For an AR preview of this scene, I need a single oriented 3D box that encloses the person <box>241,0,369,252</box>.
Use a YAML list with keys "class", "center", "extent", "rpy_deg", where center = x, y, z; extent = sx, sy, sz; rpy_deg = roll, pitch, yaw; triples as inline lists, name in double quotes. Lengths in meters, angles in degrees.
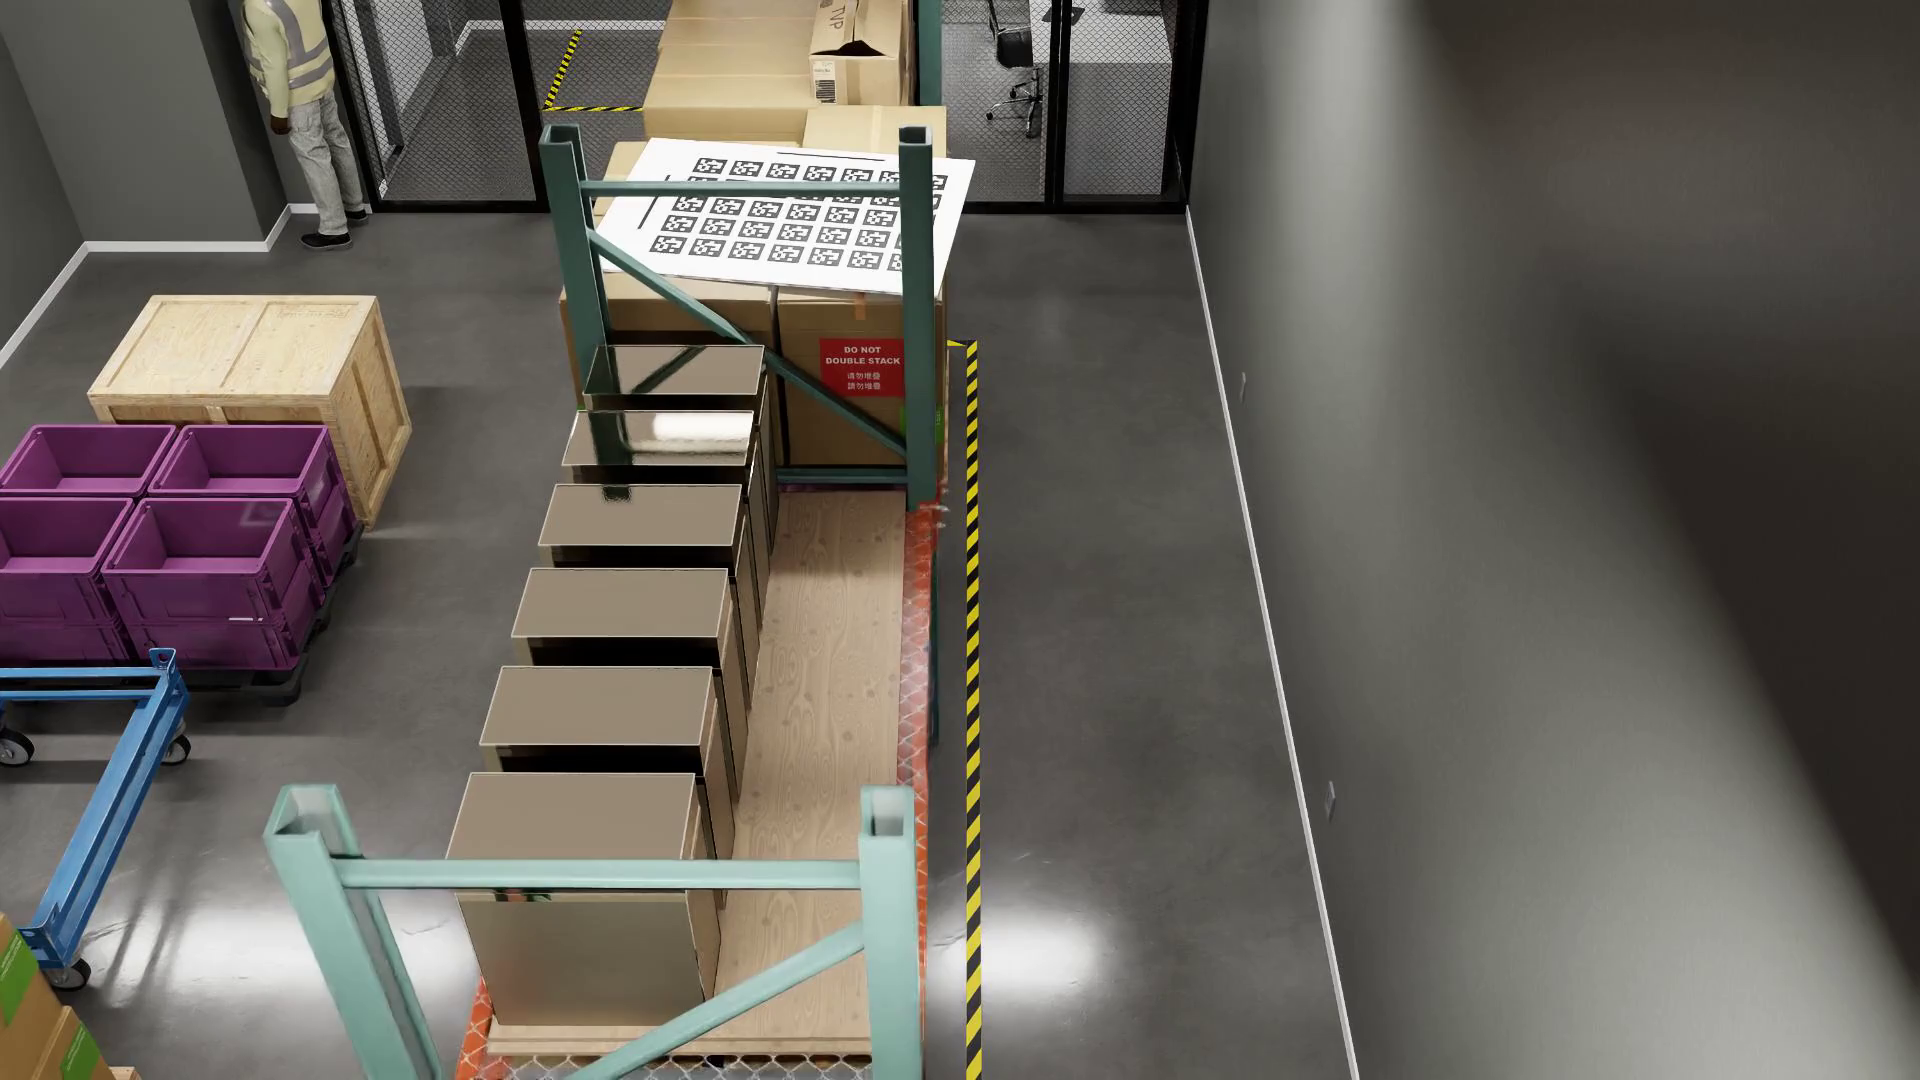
- class: "person"
  center: [-3.472, -2.391, 8.699]
  extent: [0.404, 1.833, 0.588]
  rpy_deg: [5, 41, 6]
